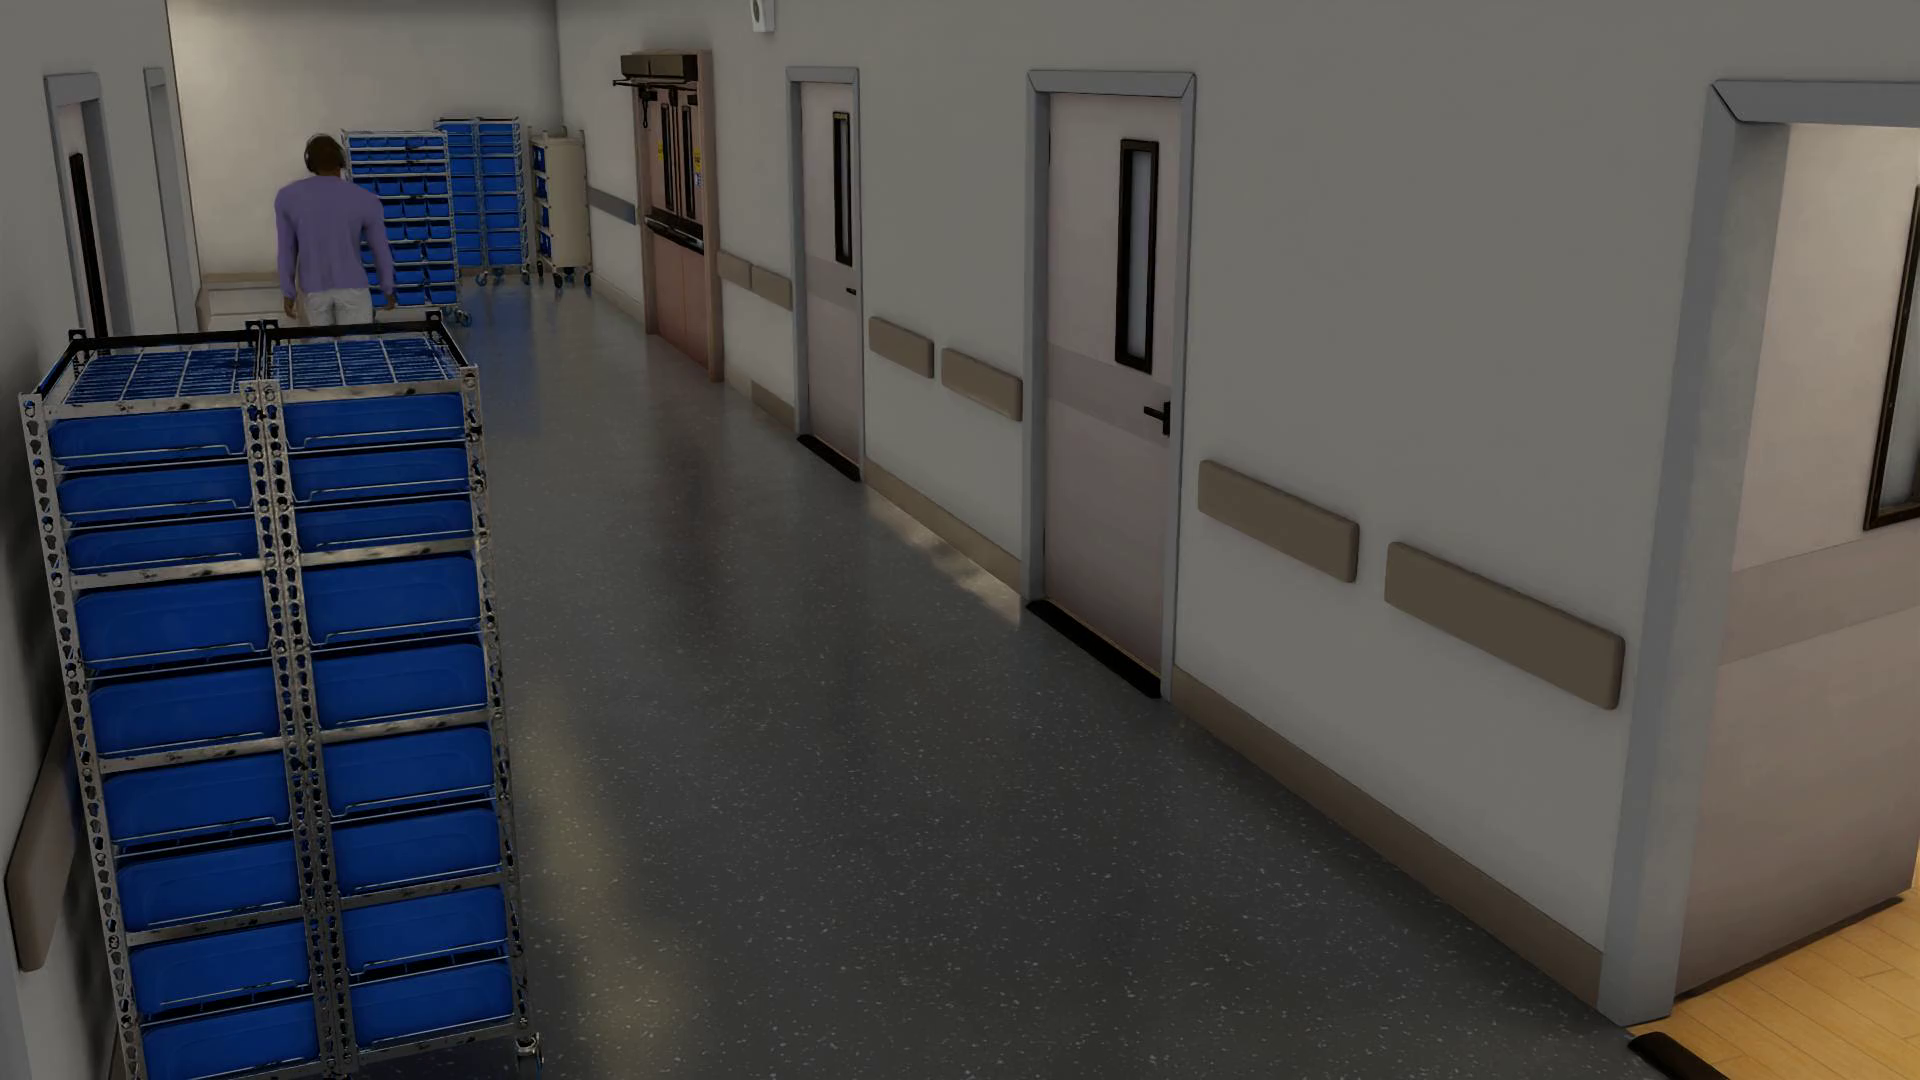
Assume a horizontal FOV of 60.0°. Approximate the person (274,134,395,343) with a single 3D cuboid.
[{"bbox_3d":[-3.900,-1.566,10.466,0.648,1.924,0.514,-2,16,-7],"label":"person"}]
